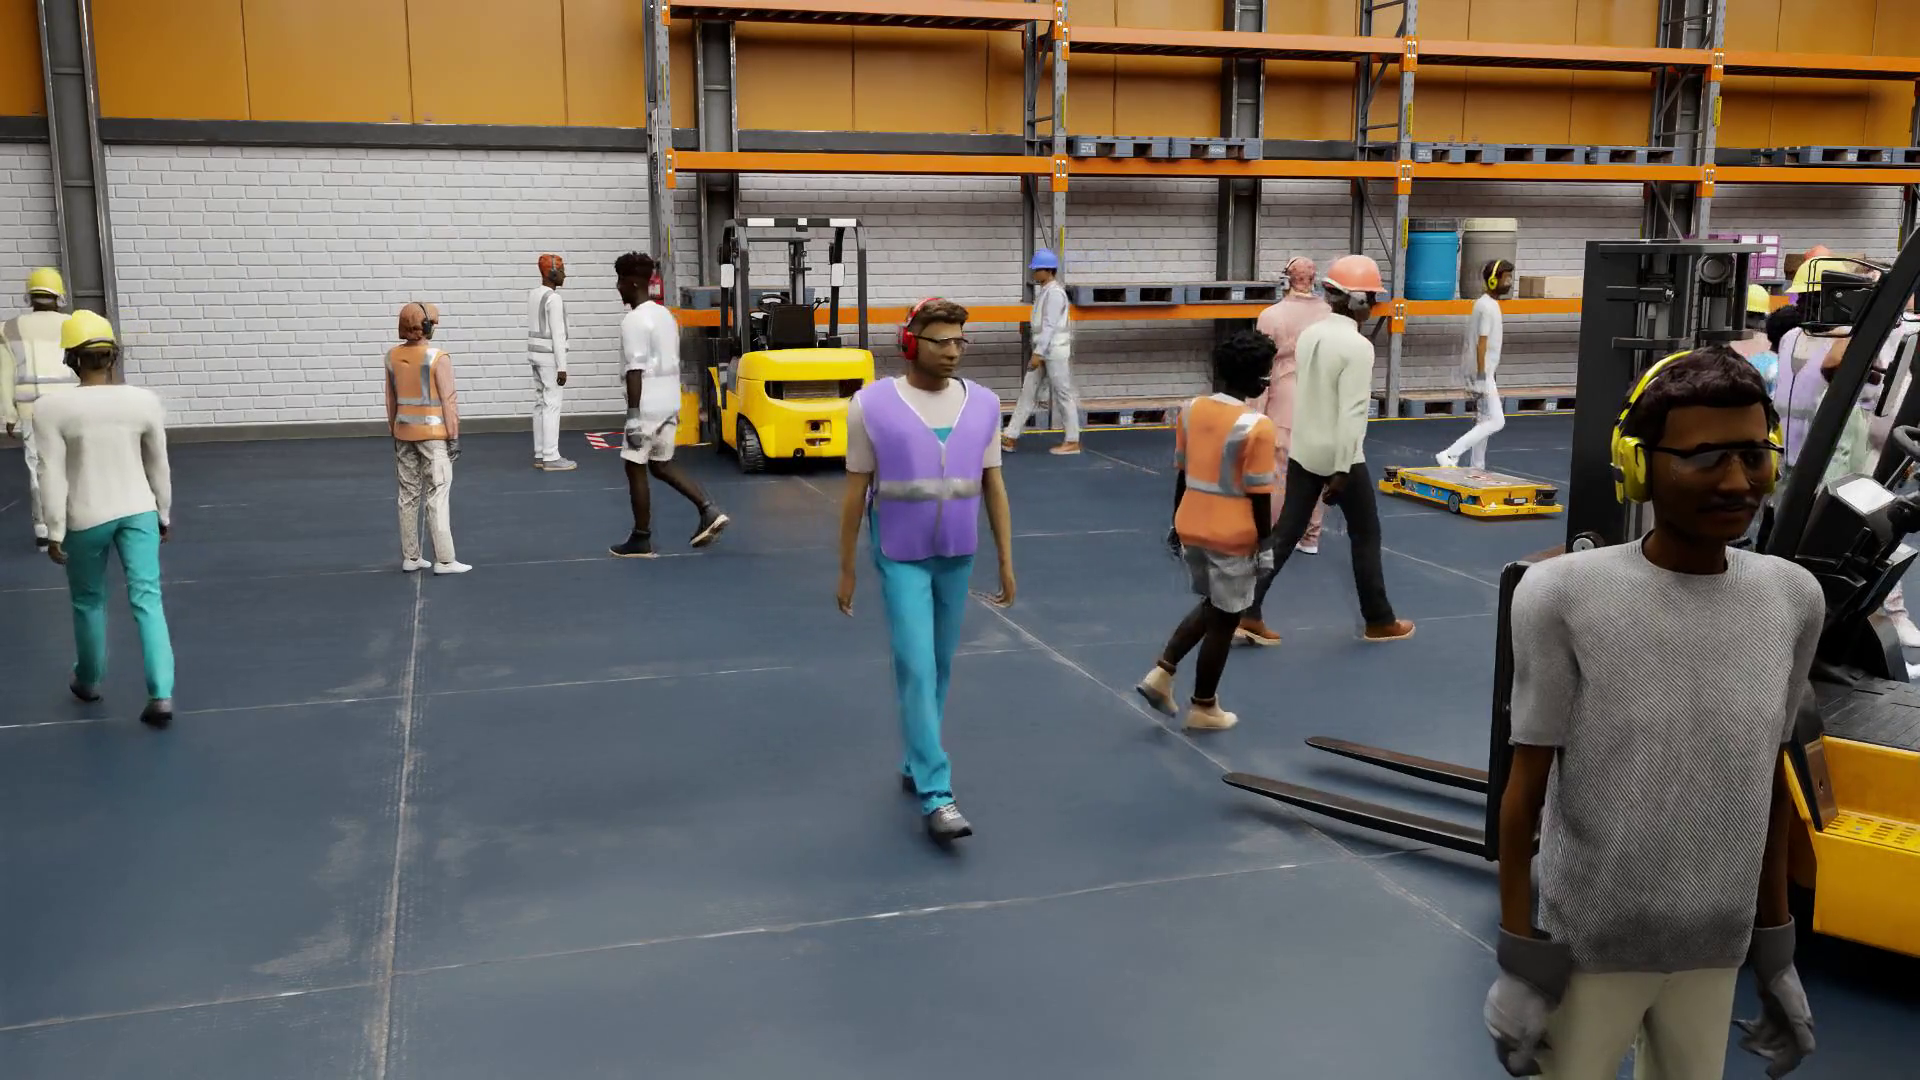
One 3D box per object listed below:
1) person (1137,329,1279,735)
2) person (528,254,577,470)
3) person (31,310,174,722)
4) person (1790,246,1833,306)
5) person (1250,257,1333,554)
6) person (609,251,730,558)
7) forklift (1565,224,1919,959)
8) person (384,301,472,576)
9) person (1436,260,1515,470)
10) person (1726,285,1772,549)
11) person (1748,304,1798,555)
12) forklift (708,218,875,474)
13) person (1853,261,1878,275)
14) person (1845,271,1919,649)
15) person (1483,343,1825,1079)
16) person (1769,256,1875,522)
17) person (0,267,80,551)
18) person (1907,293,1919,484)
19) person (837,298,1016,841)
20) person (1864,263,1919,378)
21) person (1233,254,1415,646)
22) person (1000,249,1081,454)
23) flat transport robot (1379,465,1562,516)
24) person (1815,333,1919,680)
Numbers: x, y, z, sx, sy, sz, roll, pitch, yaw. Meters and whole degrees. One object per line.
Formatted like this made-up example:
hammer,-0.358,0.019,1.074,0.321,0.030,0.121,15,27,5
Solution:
person,1.045,-0.010,6.640,0.373,1.664,0.574,-6,12,-31
person,-3.573,-1.540,14.485,0.349,1.879,0.568,-7,13,-35
person,-3.589,-0.102,7.008,0.538,1.715,0.935,-10,14,-42
person,8.411,-1.920,16.426,0.572,1.933,0.382,0,10,3
person,2.109,-0.835,10.555,0.646,1.902,0.401,-4,11,-23
person,-1.869,-0.839,10.455,0.669,1.942,0.649,2,11,13
forklift,2.909,0.117,4.508,2.313,2.155,1.214,9,14,40
person,-3.208,-0.600,9.963,0.521,1.640,0.307,5,11,25
person,4.188,-1.329,13.417,0.477,1.849,0.541,2,11,10
person,5.033,-0.790,10.783,0.548,1.713,0.897,-1,10,-3
person,4.392,-0.478,9.287,0.675,1.652,0.538,0,10,2
forklift,-1.522,-1.778,14.899,1.214,2.155,2.313,-3,11,-17
person,6.638,-1.122,12.265,0.429,1.846,0.627,-8,13,-39
person,4.593,-0.435,8.452,0.653,1.868,0.902,-10,14,-42
person,1.053,0.639,2.533,0.518,1.874,0.330,-1,10,-8
person,4.153,-0.401,8.132,0.418,1.934,0.600,-3,11,-16
person,-5.847,-0.840,10.752,0.601,1.828,0.404,-5,11,-24
person,7.892,-1.433,13.660,0.656,1.958,0.894,8,13,38
person,-0.057,0.099,5.651,0.605,1.812,0.826,-6,12,-28
person,5.949,-0.869,10.848,0.617,1.866,1.047,10,14,43
person,1.779,-0.422,8.184,1.016,1.948,0.613,-5,11,-24
person,0.716,-1.720,15.388,0.855,1.912,0.617,-3,11,-17
flat transport robot,3.824,-0.388,12.551,0.652,0.197,1.431,-3,11,-17
person,4.132,-0.166,7.727,0.733,1.587,0.531,5,11,24
